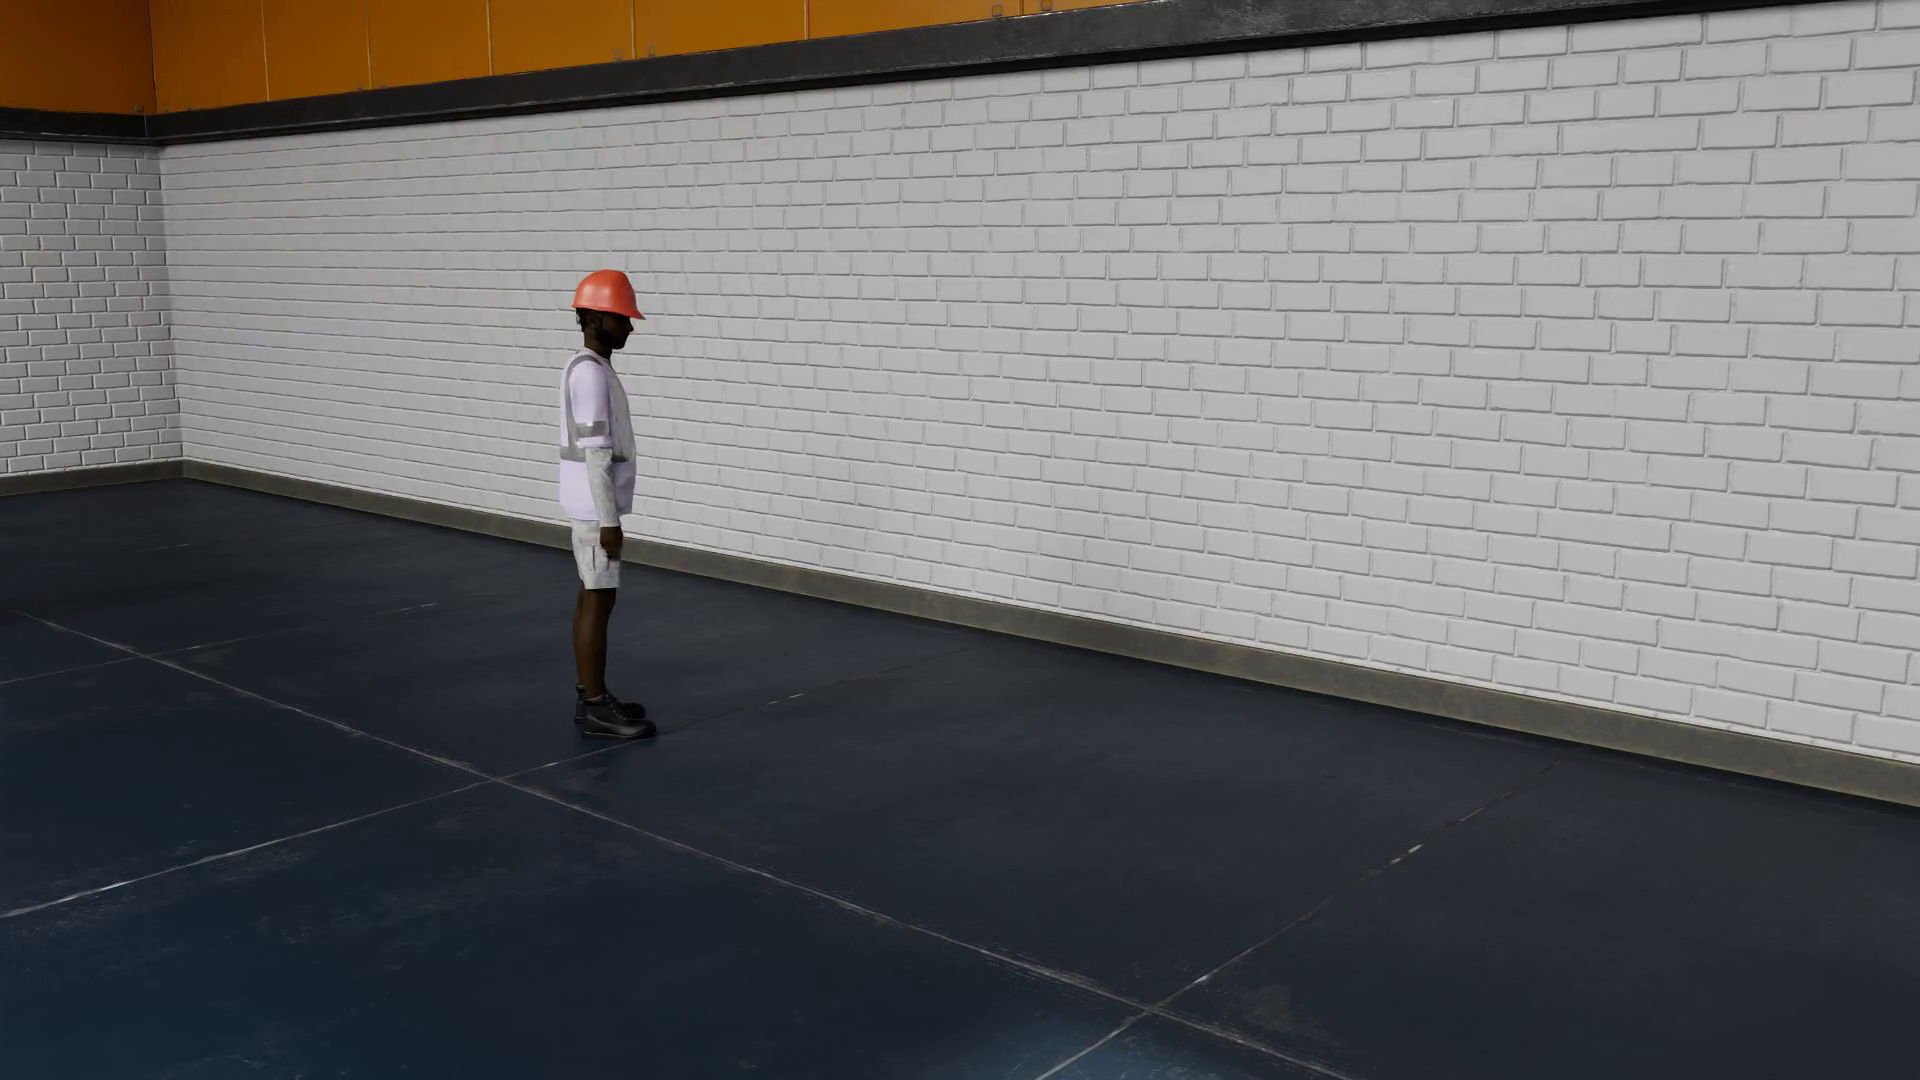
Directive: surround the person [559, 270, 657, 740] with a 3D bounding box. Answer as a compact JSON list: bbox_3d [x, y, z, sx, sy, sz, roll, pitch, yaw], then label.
[{"bbox_3d":[-1.470,-0.143,6.903,0.376,1.932,0.543,-3,10,-15],"label":"person"}]
